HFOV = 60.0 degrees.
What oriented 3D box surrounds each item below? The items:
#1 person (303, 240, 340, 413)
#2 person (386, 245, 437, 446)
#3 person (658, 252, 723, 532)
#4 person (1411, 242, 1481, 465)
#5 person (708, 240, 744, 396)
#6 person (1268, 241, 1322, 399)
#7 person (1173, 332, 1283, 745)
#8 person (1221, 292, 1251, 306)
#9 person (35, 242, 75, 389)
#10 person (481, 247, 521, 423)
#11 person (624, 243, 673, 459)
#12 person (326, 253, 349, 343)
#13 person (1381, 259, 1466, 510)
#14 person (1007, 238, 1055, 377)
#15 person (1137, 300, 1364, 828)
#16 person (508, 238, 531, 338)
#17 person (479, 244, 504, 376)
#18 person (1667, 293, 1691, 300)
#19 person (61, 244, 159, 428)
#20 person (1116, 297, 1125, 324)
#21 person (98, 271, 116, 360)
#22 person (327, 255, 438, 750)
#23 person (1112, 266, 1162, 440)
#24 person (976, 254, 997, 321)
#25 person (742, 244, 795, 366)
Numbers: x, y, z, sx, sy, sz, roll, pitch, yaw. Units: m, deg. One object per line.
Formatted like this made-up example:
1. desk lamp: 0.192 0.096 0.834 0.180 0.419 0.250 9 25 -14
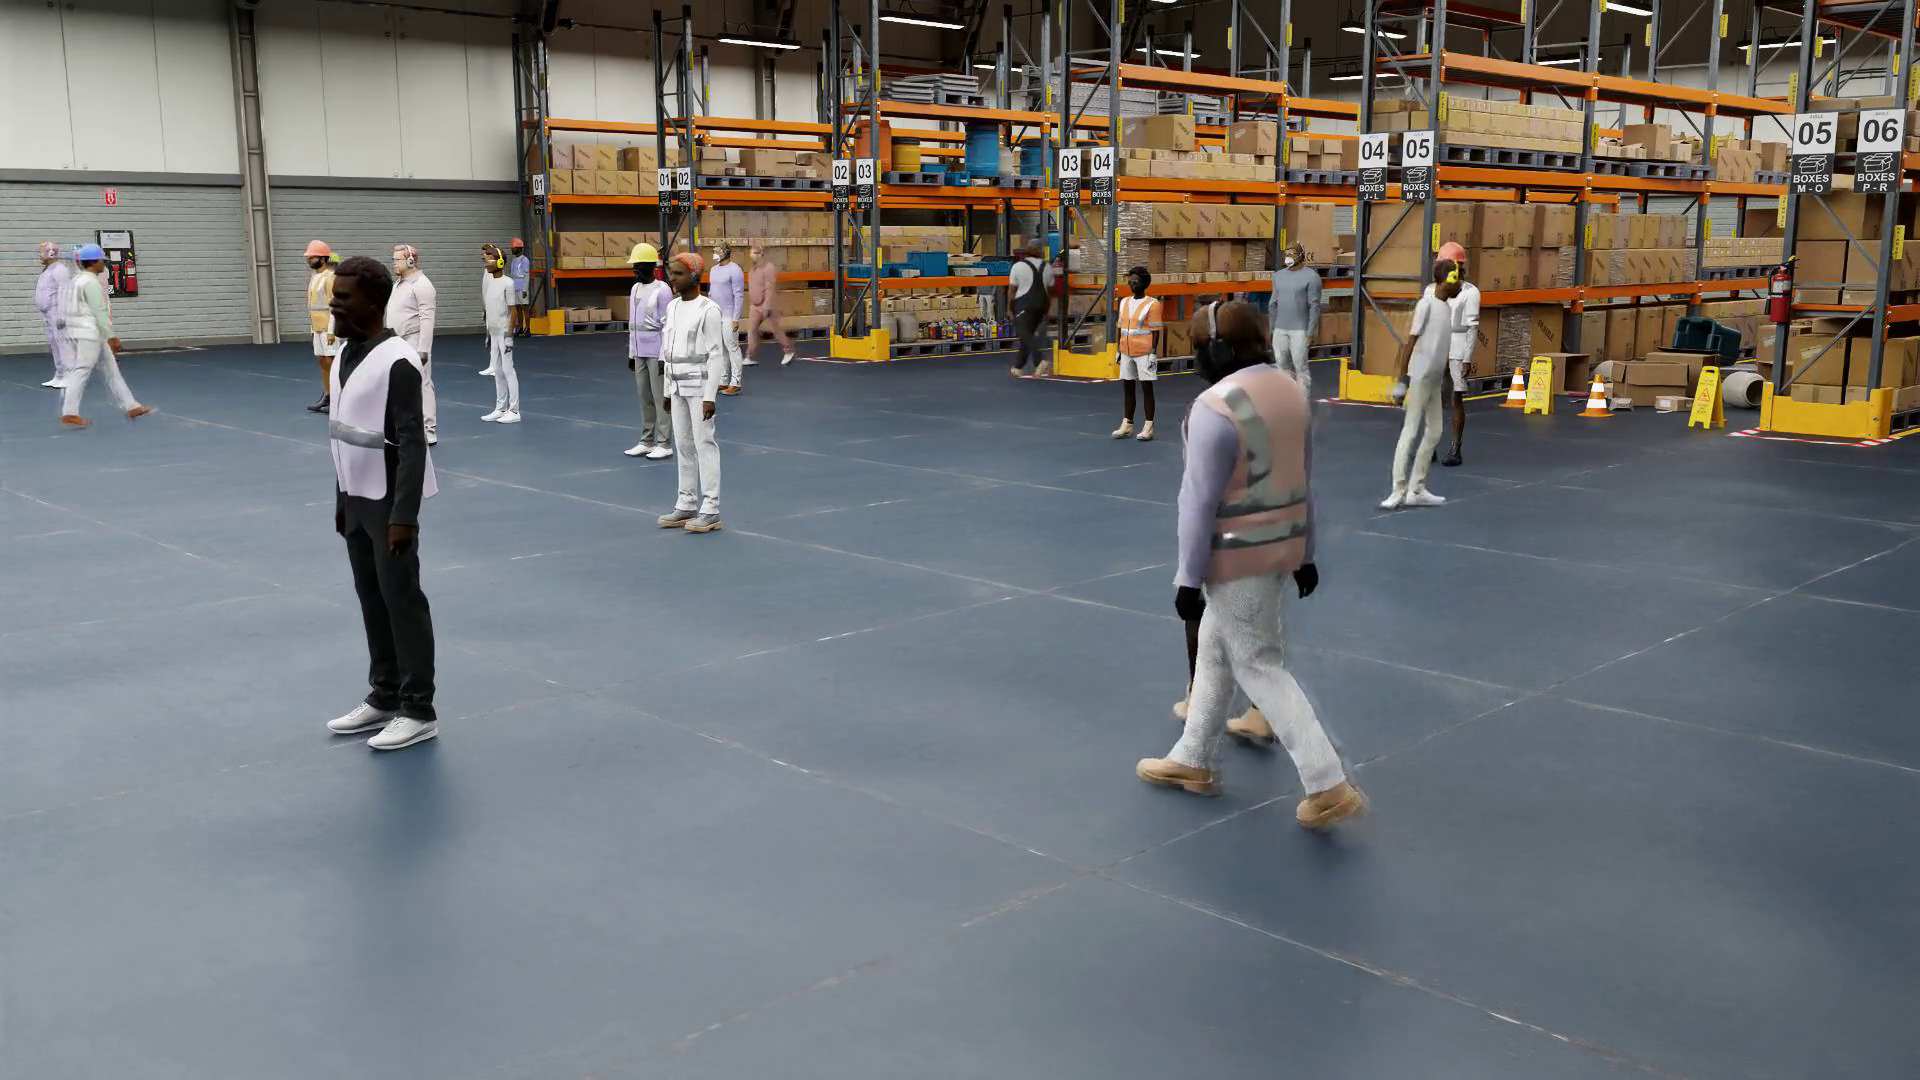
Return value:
1. person: -7.230 -2.417 18.877 0.545 1.942 0.350 10 15 44
2. person: -5.264 -1.855 15.911 0.642 1.909 0.409 10 15 44
3. person: -1.841 -1.008 11.353 0.575 1.885 0.355 10 15 44
4. person: 4.274 -1.639 14.633 0.545 1.942 0.350 10 15 44
5. person: -2.970 -2.806 21.011 0.631 1.940 0.372 10 15 44
6. person: 3.613 -2.268 18.077 0.631 1.940 0.372 10 15 44
7. person: 1.118 -0.035 6.655 0.555 1.649 0.605 -6 12 -29
8. person: 4.701 -4.202 28.335 0.607 2.044 0.375 10 15 44
9. person: -11.974 -2.969 21.986 0.642 1.909 0.409 10 15 44
10. person: -4.967 -2.205 17.926 0.513 1.870 0.328 10 15 44
11. person: -2.811 -1.703 15.023 0.587 1.927 0.367 10 15 44
12. person: -10.071 -3.759 26.794 0.542 1.712 0.903 3 11 14
13. person: 3.397 -1.136 12.217 0.700 1.833 0.361 -10 14 -44
14. person: 1.024 -3.326 23.683 0.703 2.000 0.977 -6 12 -31
15. person: 1.026 0.076 5.718 0.920 1.794 0.648 8 13 36
16. person: -8.716 -4.973 32.840 0.550 1.935 0.376 10 14 44
17. person: -6.711 -3.295 23.864 0.513 1.872 0.328 10 15 44
18. person: 13.147 -4.451 30.254 0.590 1.837 0.404 10 15 44
19. person: -9.024 -2.143 17.472 1.002 1.898 0.601 -6 12 -31
20. person: 3.360 -5.333 35.110 0.519 1.824 0.577 8 13 38
21. person: -13.657 -3.711 26.405 0.525 1.772 0.305 10 15 44
22. person: -2.292 -0.151 6.583 0.592 1.920 0.392 10 15 44
23. person: 1.750 -1.844 16.414 0.535 1.700 0.318 10 15 44
24. person: 0.516 -4.808 32.755 0.500 1.633 0.282 10 15 44
25. person: -2.985 -3.651 25.830 0.927 1.872 0.649 -9 14 -42
